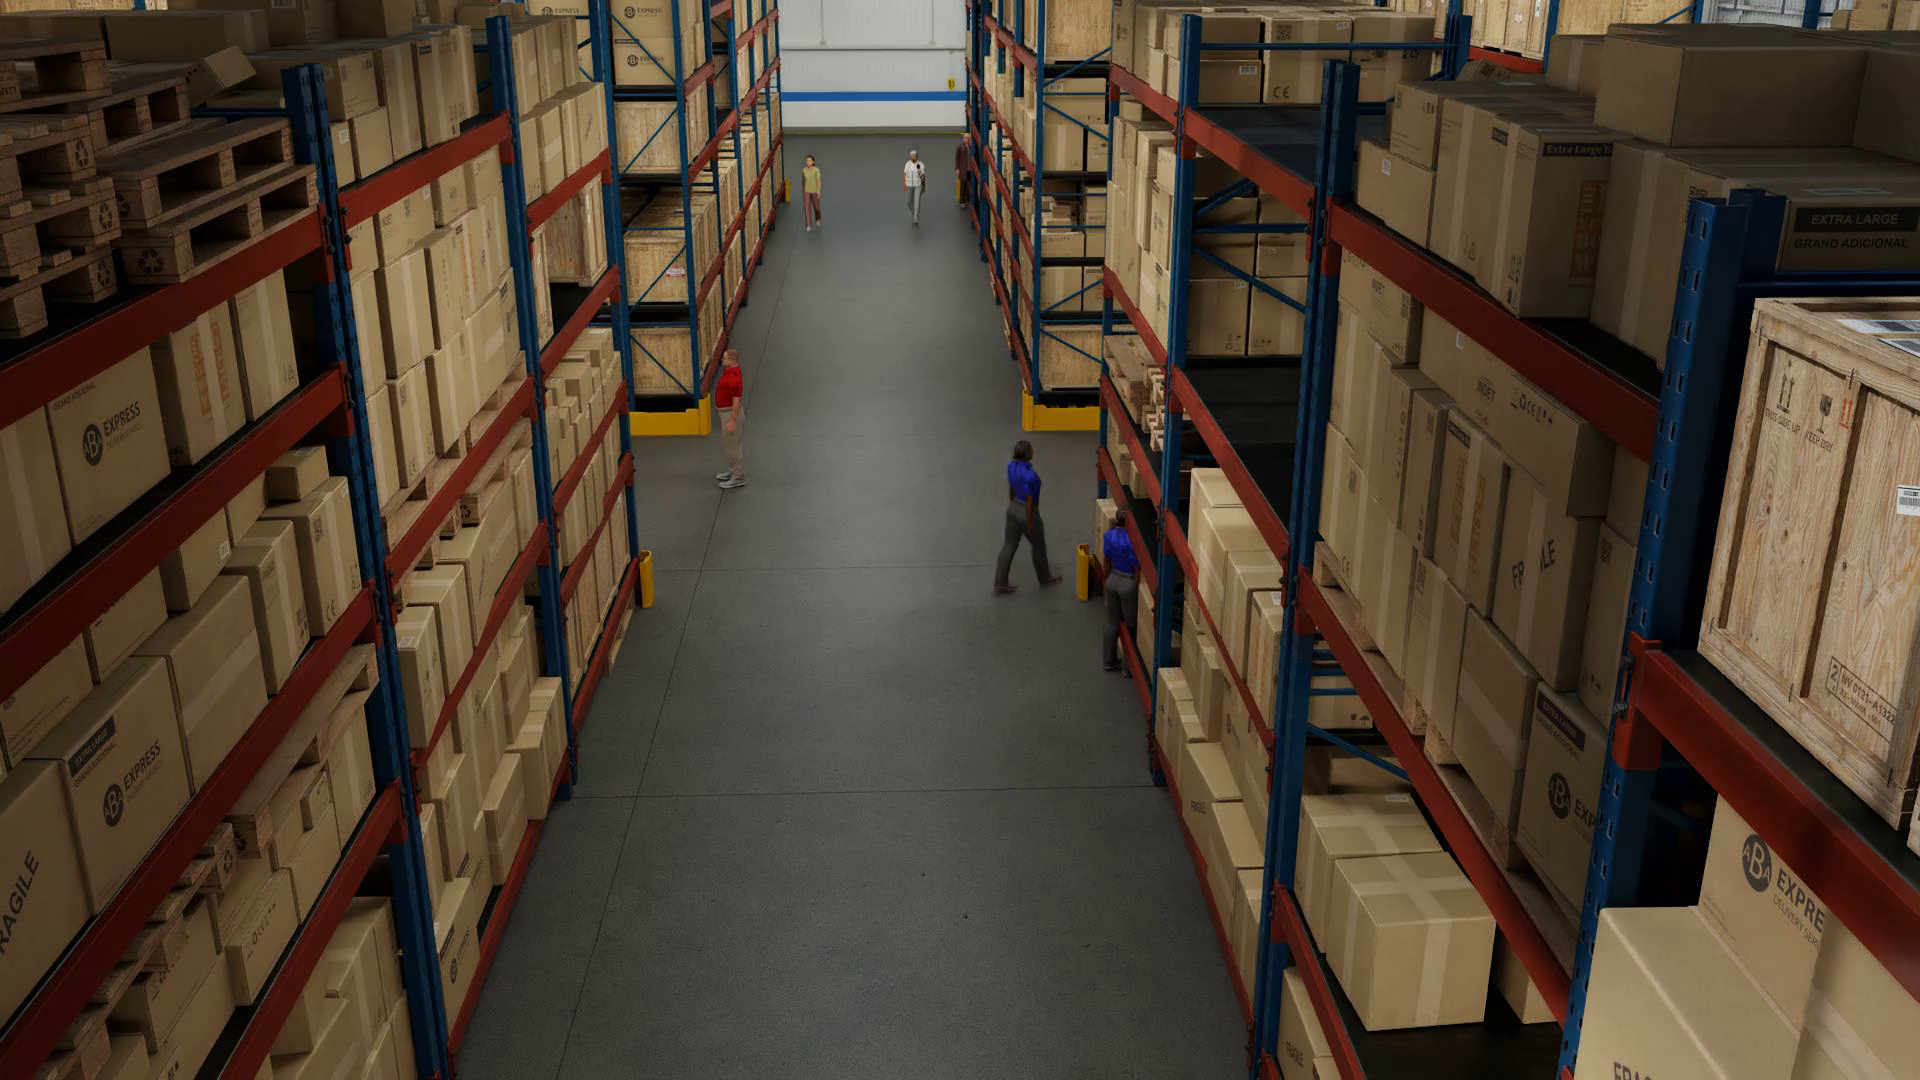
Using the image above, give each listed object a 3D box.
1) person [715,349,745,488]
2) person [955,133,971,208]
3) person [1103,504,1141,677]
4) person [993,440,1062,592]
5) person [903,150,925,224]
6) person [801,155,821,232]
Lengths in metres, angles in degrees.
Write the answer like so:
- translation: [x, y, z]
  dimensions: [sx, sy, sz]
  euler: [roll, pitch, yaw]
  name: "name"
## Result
- translation: [-2.864, -1.524, 20.639]
  dimensions: [0.384, 1.727, 0.519]
  euler: [-4, 21, -10]
  name: "person"
- translation: [0.214, -9.041, 40.699]
  dimensions: [0.575, 1.780, 0.499]
  euler: [-7, 22, -18]
  name: "person"
- translation: [1.542, 0.449, 15.446]
  dimensions: [0.325, 1.662, 0.444]
  euler: [-19, 27, -41]
  name: "person"
- translation: [0.708, -0.271, 17.394]
  dimensions: [0.790, 1.651, 0.451]
  euler: [-15, 25, -34]
  name: "person"
- translation: [-1.067, -8.268, 38.823]
  dimensions: [0.505, 1.637, 0.890]
  euler: [4, 21, 10]
  name: "person"
- translation: [-3.384, -7.902, 37.805]
  dimensions: [0.449, 1.657, 0.839]
  euler: [1, 20, 2]
  name: "person"
